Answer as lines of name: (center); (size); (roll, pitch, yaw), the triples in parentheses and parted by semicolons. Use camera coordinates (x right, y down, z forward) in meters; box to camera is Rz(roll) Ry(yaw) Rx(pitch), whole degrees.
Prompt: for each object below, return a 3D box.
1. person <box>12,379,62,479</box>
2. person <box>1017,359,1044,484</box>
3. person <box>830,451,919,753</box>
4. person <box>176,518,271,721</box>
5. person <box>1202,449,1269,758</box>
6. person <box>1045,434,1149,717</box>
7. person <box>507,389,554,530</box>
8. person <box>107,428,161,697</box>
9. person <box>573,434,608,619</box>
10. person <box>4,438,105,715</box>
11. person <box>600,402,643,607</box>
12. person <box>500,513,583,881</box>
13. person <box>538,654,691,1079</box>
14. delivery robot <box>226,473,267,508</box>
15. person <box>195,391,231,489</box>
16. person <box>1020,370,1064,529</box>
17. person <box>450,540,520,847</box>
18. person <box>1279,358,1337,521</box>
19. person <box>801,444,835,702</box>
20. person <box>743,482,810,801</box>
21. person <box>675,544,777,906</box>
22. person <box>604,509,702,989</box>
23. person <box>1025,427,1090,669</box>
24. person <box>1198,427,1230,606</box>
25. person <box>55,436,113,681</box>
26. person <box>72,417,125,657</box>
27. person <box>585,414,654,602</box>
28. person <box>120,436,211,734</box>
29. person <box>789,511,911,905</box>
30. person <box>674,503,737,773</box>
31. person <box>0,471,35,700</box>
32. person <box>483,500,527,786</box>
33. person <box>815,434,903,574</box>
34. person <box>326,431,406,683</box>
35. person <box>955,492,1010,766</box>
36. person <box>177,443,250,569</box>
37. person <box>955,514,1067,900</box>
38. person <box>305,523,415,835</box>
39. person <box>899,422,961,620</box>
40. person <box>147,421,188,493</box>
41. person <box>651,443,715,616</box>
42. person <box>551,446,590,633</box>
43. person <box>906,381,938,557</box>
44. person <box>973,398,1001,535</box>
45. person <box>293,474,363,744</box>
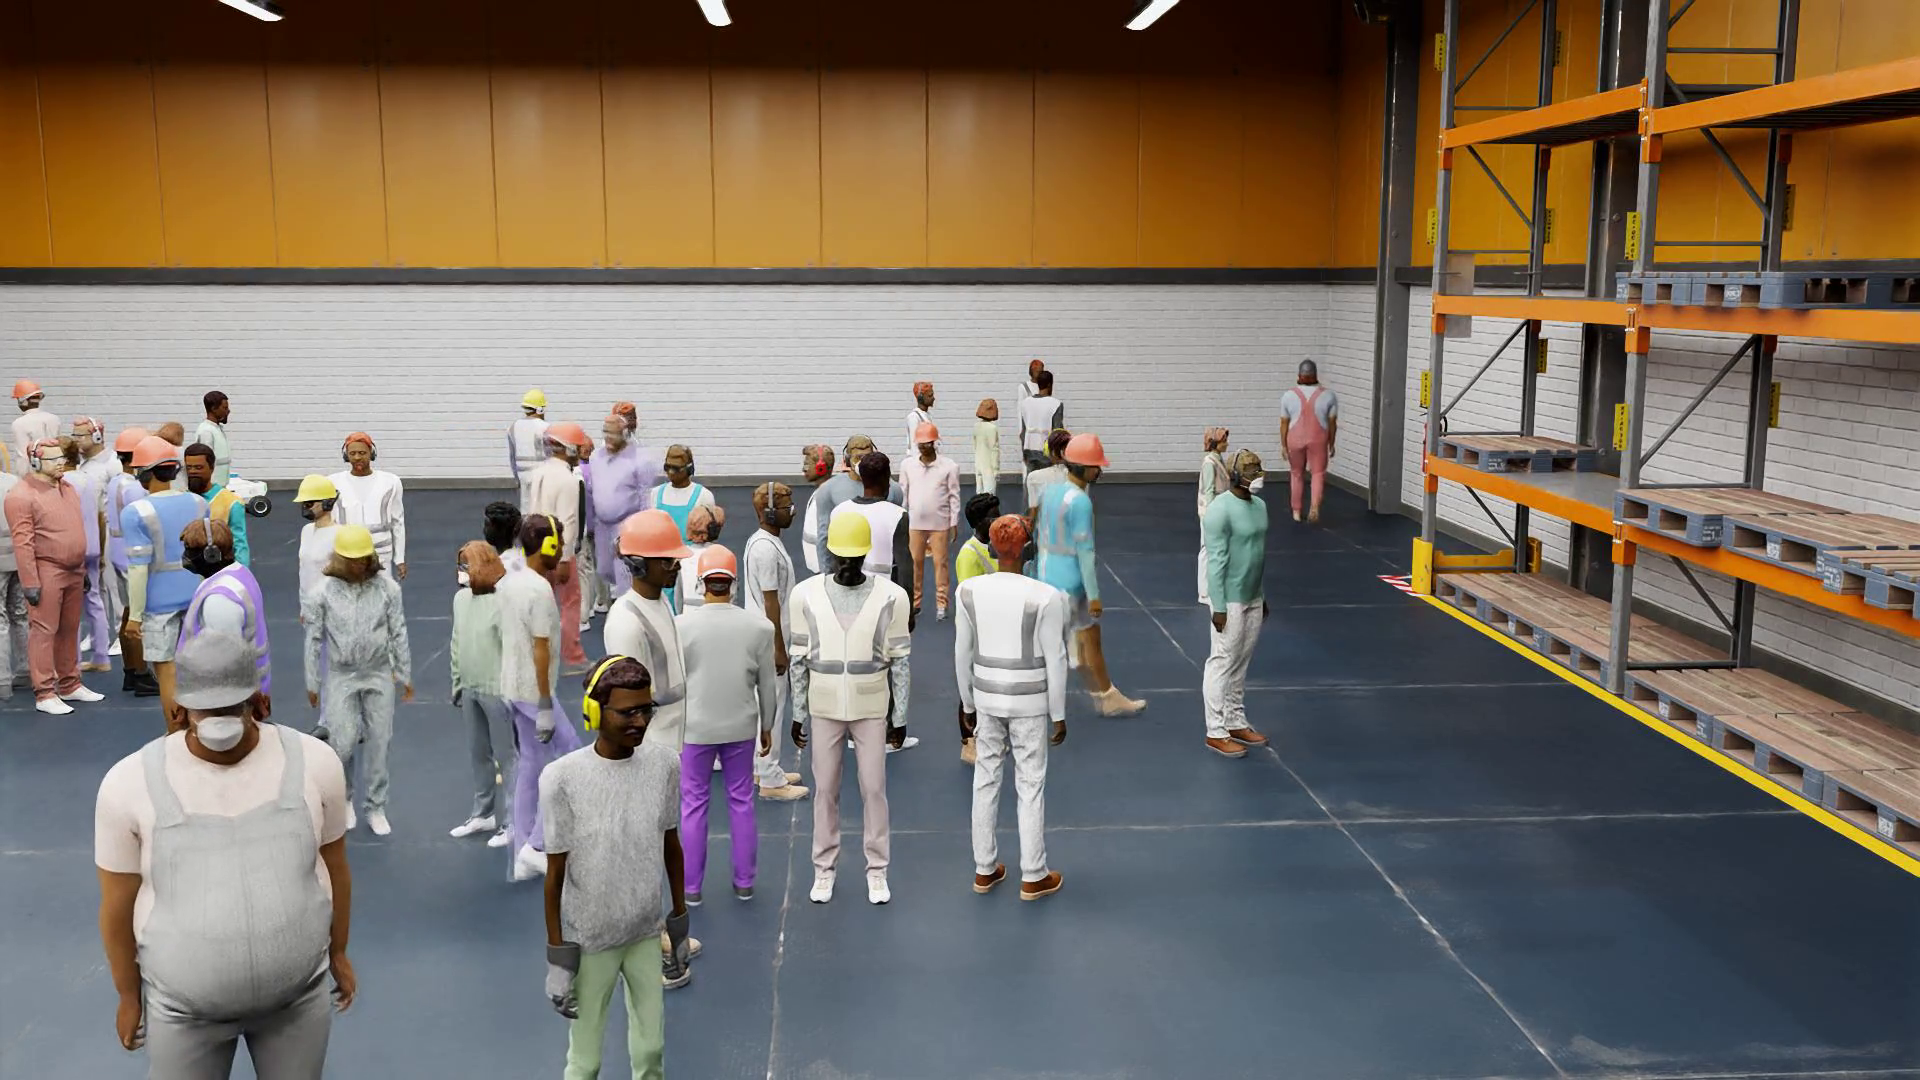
person: (-9.230, -0.611, 16.643); (0.400, 1.989, 0.623); (2, 9, 10)
person: (1.037, -1.540, 22.849); (0.584, 1.879, 0.367); (-8, 12, -40)
person: (-0.548, 0.396, 10.557); (0.592, 1.920, 0.392); (5, 10, 30)
person: (-3.680, 0.795, 8.326); (0.429, 1.837, 0.629); (-2, 9, -15)
person: (1.766, 0.386, 10.552); (0.373, 1.940, 0.627); (7, 11, 37)
person: (0.726, 0.272, 11.160); (1.077, 1.986, 0.622); (-1, 9, -8)
person: (-4.433, -0.661, 17.456); (0.587, 1.835, 0.403); (4, 10, 24)
person: (-5.917, 0.158, 11.998); (0.377, 1.935, 0.544); (-7, 12, -39)
person: (-3.302, -0.122, 14.675); (0.312, 1.642, 0.512); (4, 10, 22)
person: (-6.280, 0.241, 11.566); (0.408, 1.909, 0.642); (1, 9, 5)
person: (-3.028, -0.313, 15.117); (0.346, 1.882, 0.584); (3, 10, 18)
person: (-2.101, 0.791, 8.306); (0.420, 1.844, 0.548); (-7, 11, -36)
person: (-1.079, 1.271, 5.263); (0.516, 1.858, 0.324); (-7, 11, -38)
delivery robot: (-9.059, -0.598, 20.769); (0.707, 0.478, 0.477); (-7, 11, -36)
person: (-7.259, -0.494, 16.181); (0.384, 1.910, 0.594); (-2, 9, -13)
person: (0.958, -1.037, 19.598); (0.590, 1.909, 0.396); (7, 12, 39)
person: (-2.527, 0.808, 8.855); (0.507, 1.632, 0.274); (6, 11, 35)
person: (4.240, -1.218, 20.304); (0.694, 2.000, 0.742); (2, 9, 12)
person: (-0.929, 0.239, 11.779); (0.372, 1.840, 0.570); (-2, 9, -11)
person: (-1.074, 0.581, 9.625); (0.345, 1.846, 0.508); (-2, 9, -13)
person: (-1.170, 0.887, 8.037); (0.574, 1.738, 0.354); (-4, 10, -21)
person: (-1.303, 0.878, 7.136); (0.381, 2.041, 0.616); (0, 9, 2)
person: (0.752, 0.068, 12.770); (0.516, 1.872, 0.327); (-1, 9, -4)
person: (2.333, -0.220, 15.293); (0.306, 1.639, 0.523); (3, 9, 16)
person: (-6.632, 0.134, 12.477); (0.339, 1.833, 0.522); (4, 10, 21)
person: (-6.876, -0.027, 13.247); (0.655, 1.906, 0.407); (4, 10, 23)
person: (-2.843, -0.139, 14.048); (0.650, 1.885, 0.680); (5, 10, 26)
person: (-4.898, 0.380, 10.268); (0.396, 2.042, 0.610); (4, 10, 23)
person: (-0.527, 0.804, 7.998); (0.586, 1.918, 0.395); (0, 9, 1)
person: (-1.543, 0.597, 10.160); (0.514, 1.642, 0.311); (7, 12, 39)
person: (-6.900, 0.173, 11.895); (0.416, 1.940, 0.608); (1, 9, 7)
person: (-2.686, 0.610, 9.904); (0.320, 1.697, 0.532); (-1, 9, -7)
person: (-0.685, 0.231, 11.529); (0.630, 1.940, 0.372); (-3, 10, -20)
person: (-4.386, 0.142, 12.264); (0.579, 1.883, 0.352); (-3, 10, -19)
person: (0.140, 0.546, 10.306); (0.318, 1.697, 0.535); (3, 9, 17)
person: (-5.013, 0.302, 11.140); (0.590, 1.921, 0.399); (3, 10, 20)
person: (0.256, 0.808, 8.079); (0.575, 1.885, 0.355); (4, 10, 26)
person: (-3.216, 0.751, 8.922); (0.518, 1.723, 0.385); (-6, 11, -33)
person: (-0.279, -0.165, 14.592); (0.564, 1.751, 0.342); (3, 9, 16)
person: (-7.730, -0.349, 16.248); (0.615, 1.601, 0.414); (-7, 11, -38)
person: (-1.983, 0.230, 11.829); (0.508, 1.845, 0.345); (3, 9, 17)
person: (-3.314, -0.026, 14.073); (0.310, 1.642, 0.514); (-7, 11, -37)
person: (-0.395, -0.769, 17.984); (0.355, 1.883, 0.575); (2, 9, 12)
person: (0.318, -0.792, 18.900); (0.279, 1.634, 0.499); (-5, 10, -27)
person: (-4.057, 0.459, 10.636); (0.525, 1.769, 0.316); (7, 11, 36)
